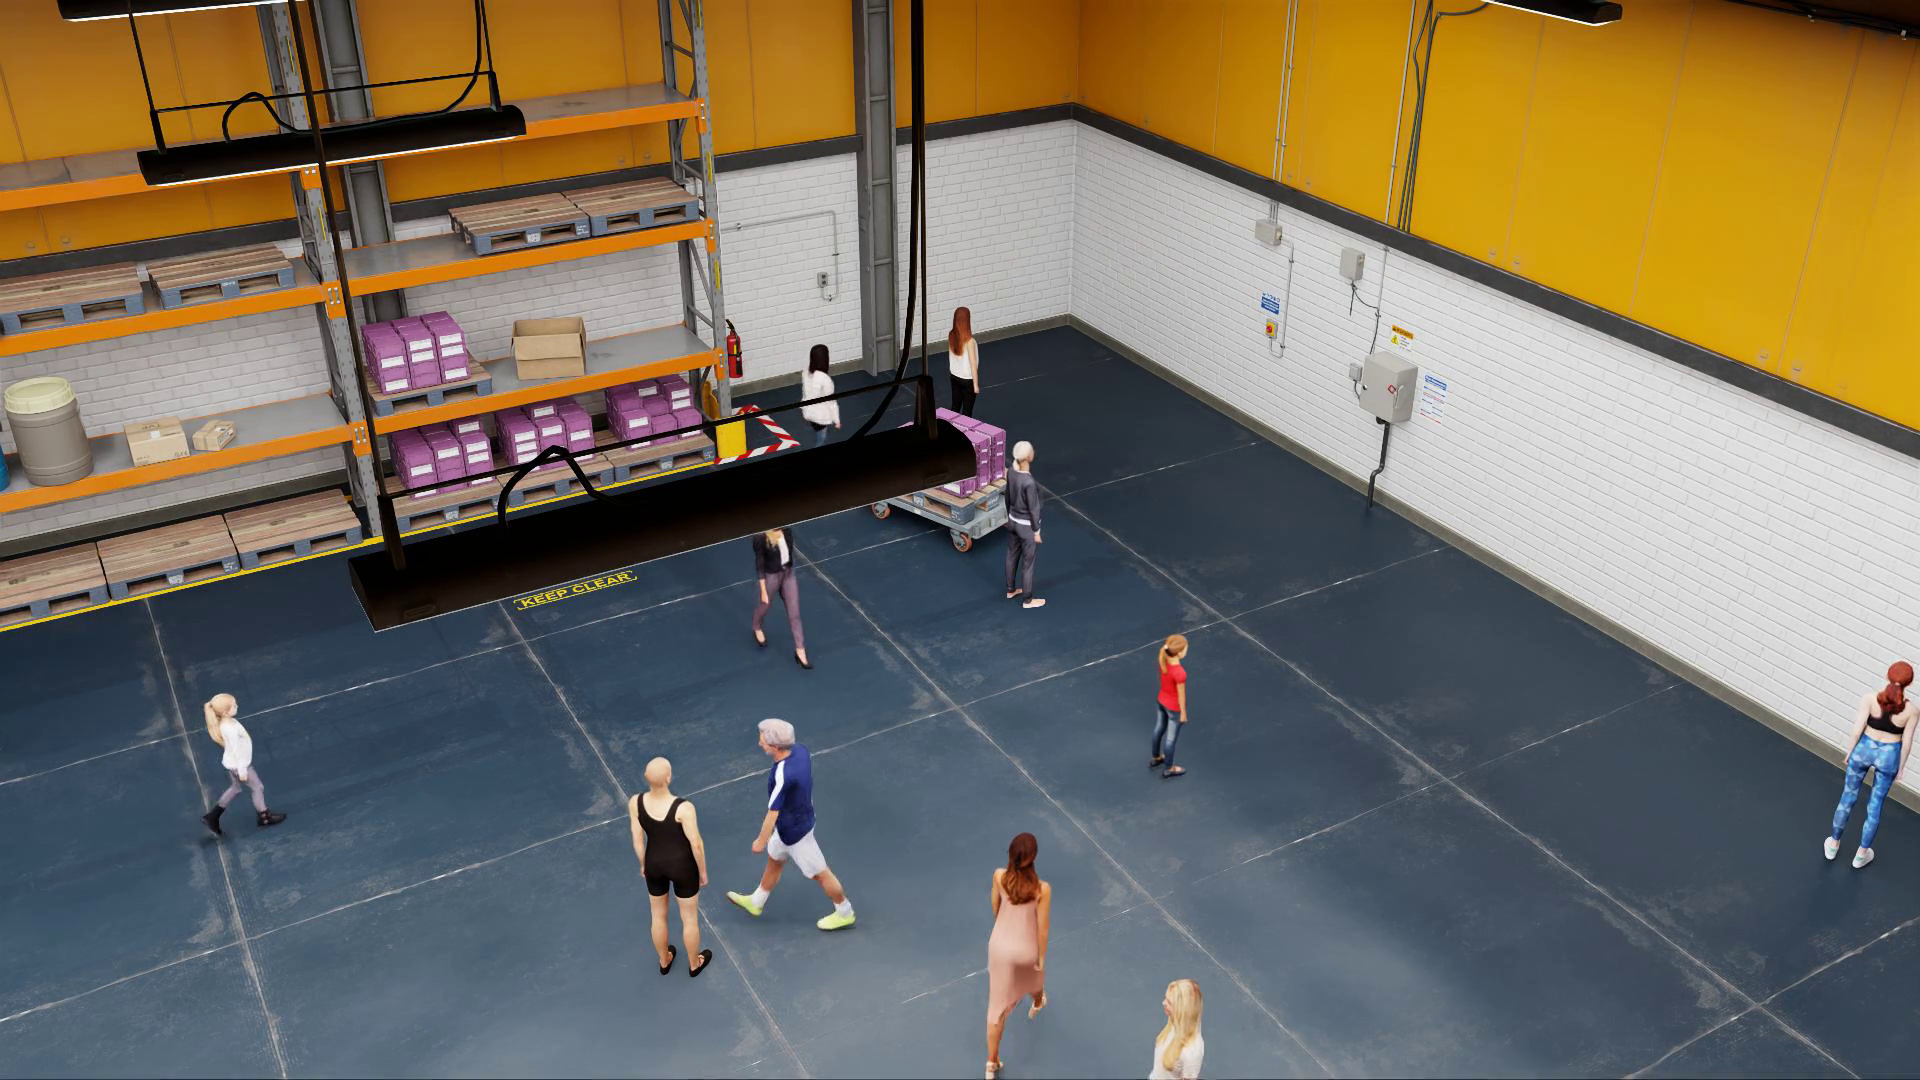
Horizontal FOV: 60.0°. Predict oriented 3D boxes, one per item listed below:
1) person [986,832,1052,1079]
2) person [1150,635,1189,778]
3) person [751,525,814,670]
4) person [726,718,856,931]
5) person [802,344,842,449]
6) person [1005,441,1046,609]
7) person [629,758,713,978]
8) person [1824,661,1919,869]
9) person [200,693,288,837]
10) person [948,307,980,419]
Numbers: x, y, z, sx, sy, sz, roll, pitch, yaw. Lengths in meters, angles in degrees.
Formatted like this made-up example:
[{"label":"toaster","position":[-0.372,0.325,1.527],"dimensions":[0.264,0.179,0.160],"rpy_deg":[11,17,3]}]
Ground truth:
[{"label":"person","position":[0.318,2.694,10.693],"dimensions":[1.044,1.781,1.149],"rpy_deg":[10,30,17]},{"label":"person","position":[1.724,1.348,13.654],"dimensions":[0.499,1.309,0.479],"rpy_deg":[-13,31,-22]},{"label":"person","position":[-1.732,0.372,15.120],"dimensions":[1.034,1.618,0.827],"rpy_deg":[-24,37,-37]},{"label":"person","position":[-1.083,2.067,11.857],"dimensions":[1.286,1.767,1.090],"rpy_deg":[0,29,0]},{"label":"person","position":[-1.607,-1.358,18.279],"dimensions":[0.658,1.630,0.695],"rpy_deg":[-23,36,-36]},{"label":"person","position":[0.608,-0.168,15.999],"dimensions":[0.549,1.725,0.622],"rpy_deg":[-19,34,-31]},{"label":"person","position":[-2.002,2.257,11.458],"dimensions":[0.679,1.816,0.760],"rpy_deg":[5,29,10]},{"label":"person","position":[6.892,1.681,12.542],"dimensions":[0.669,1.788,0.713],"rpy_deg":[19,34,30]},{"label":"person","position":[-5.685,1.764,12.940],"dimensions":[0.851,1.263,0.576],"rpy_deg":[-21,35,-34]},{"label":"person","position":[0.033,-1.858,19.099],"dimensions":[0.560,1.722,0.608],"rpy_deg":[-23,36,-35]}]
